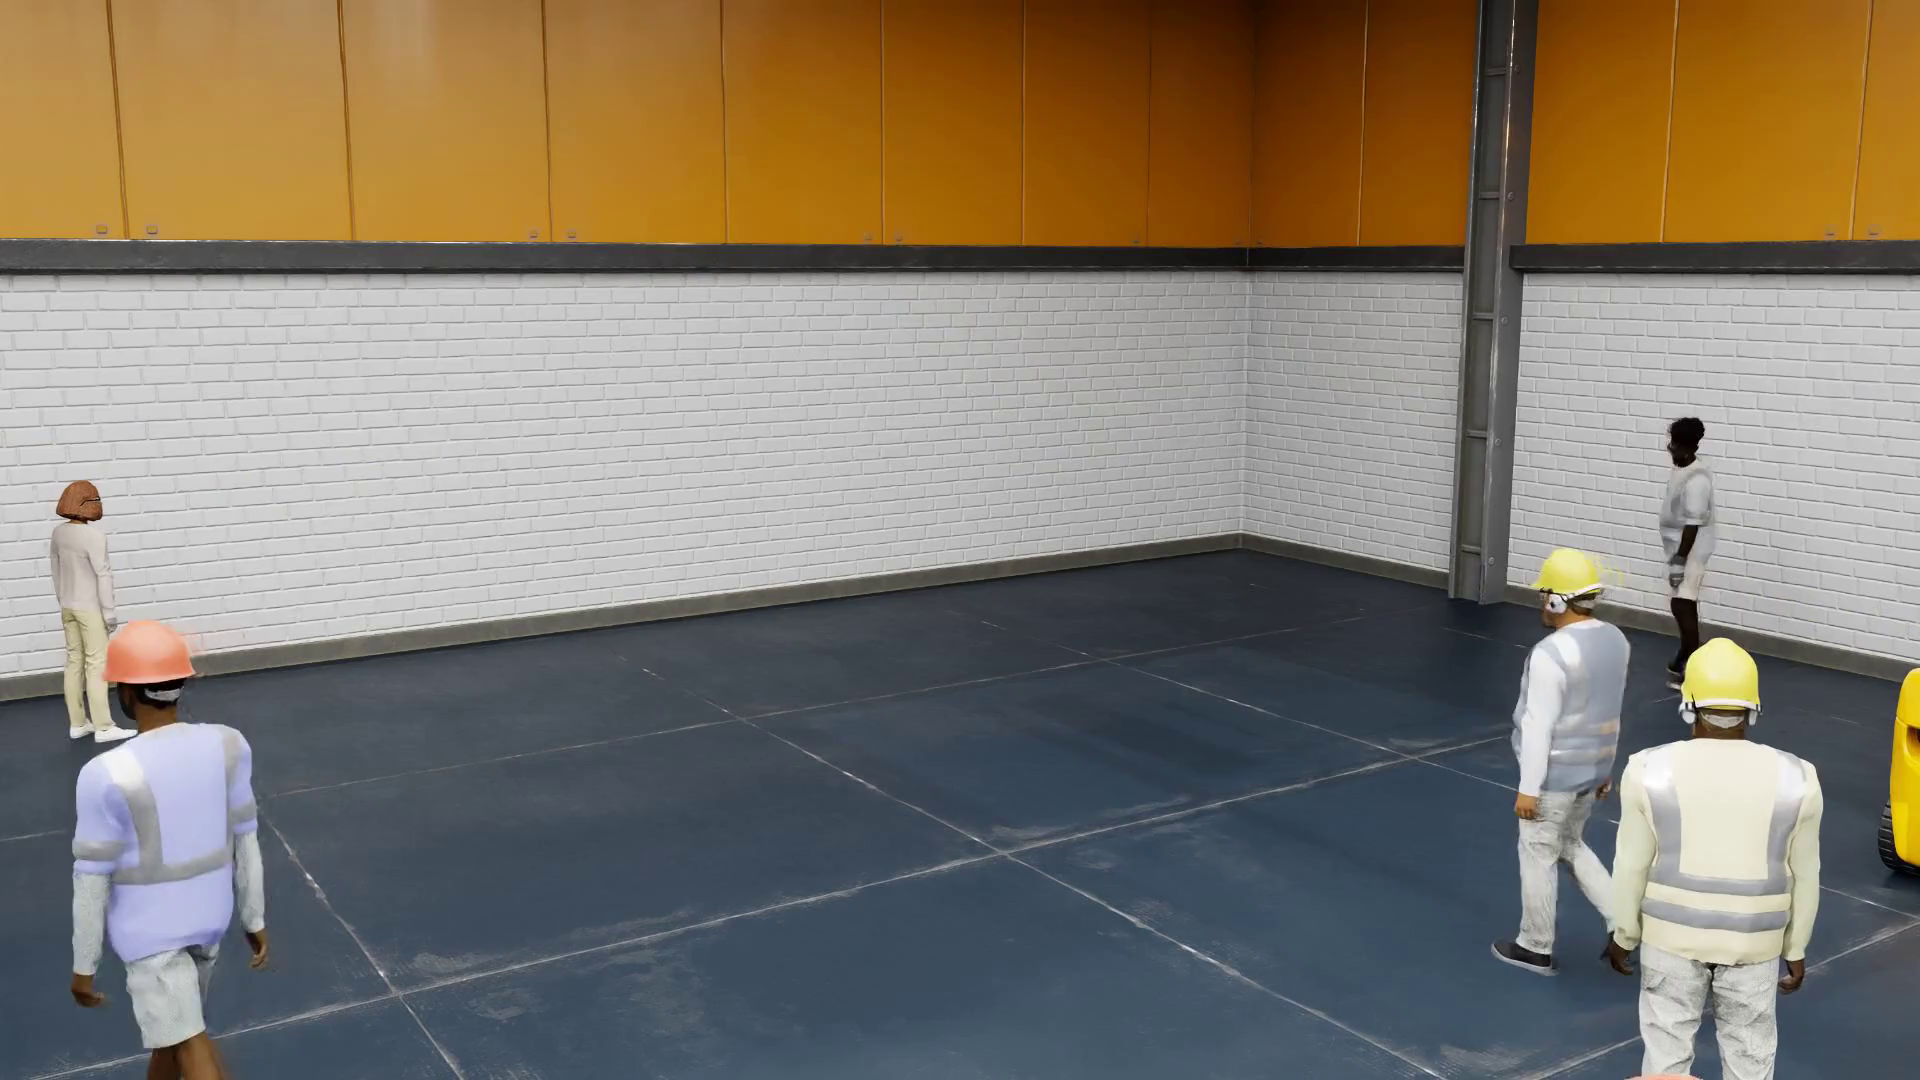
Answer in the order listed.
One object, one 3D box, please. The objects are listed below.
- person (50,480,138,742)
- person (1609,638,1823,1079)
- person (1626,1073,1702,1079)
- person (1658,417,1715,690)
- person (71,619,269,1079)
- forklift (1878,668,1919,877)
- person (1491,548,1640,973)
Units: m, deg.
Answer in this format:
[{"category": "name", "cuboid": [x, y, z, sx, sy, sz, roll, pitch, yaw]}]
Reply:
[{"category": "person", "cuboid": [-5.438, 0.442, 10.364, 0.501, 1.633, 0.283, 5, 11, 29]}, {"category": "person", "cuboid": [2.317, 1.207, 5.148, 0.586, 1.837, 0.403, 3, 10, 15]}, {"category": "person", "cuboid": [0.956, 1.636, 2.402, 0.937, 1.881, 0.556, 5, 10, 26]}, {"category": "person", "cuboid": [5.114, 0.074, 11.745, 0.369, 1.928, 0.749, 3, 10, 18]}, {"category": "person", "cuboid": [-2.453, 1.182, 5.164, 0.977, 1.890, 0.558, 5, 11, 28]}, {"category": "forklift", "cuboid": [5.511, 0.571, 7.906, 2.313, 2.155, 1.214, -6, 11, -33]}, {"category": "person", "cuboid": [2.526, 0.938, 6.845, 0.595, 1.815, 0.546, -7, 12, -38]}]
